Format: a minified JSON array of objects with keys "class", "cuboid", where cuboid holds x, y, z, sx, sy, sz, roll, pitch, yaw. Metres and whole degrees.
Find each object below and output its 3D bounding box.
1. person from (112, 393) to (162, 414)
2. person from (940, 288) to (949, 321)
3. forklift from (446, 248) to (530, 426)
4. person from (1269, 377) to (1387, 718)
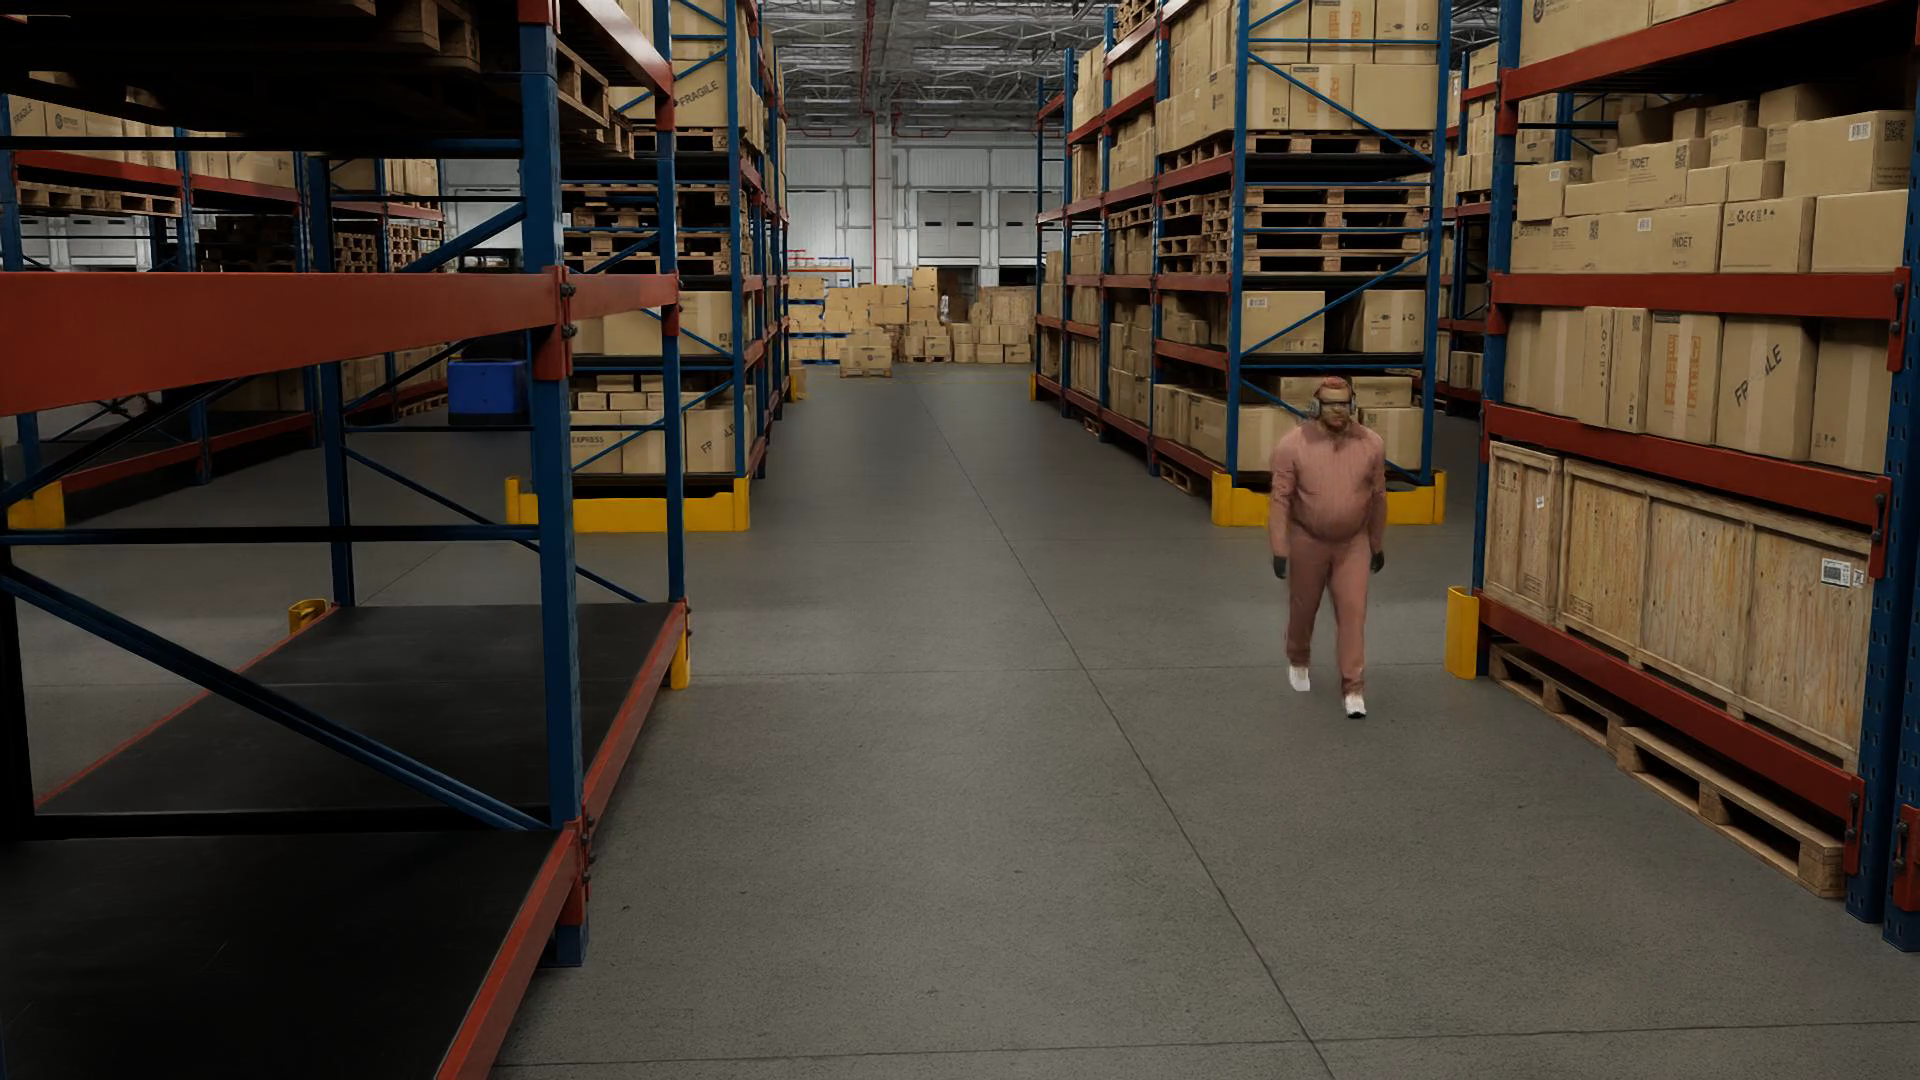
[{"class":"person","cuboid":[-14.516,-3.167,29.123,0.565,1.882,0.977,4,10,22]},{"class":"person","cuboid":[-0.594,-9.544,69.218,0.501,1.871,0.588,2,9,11]},{"class":"forklift","cuboid":[-7.292,-3.143,25.865,1.129,2.768,1.873,-1,9,-4]},{"class":"person","cuboid":[2.053,0.010,9.297,0.676,1.854,1.018,0,9,2]}]
